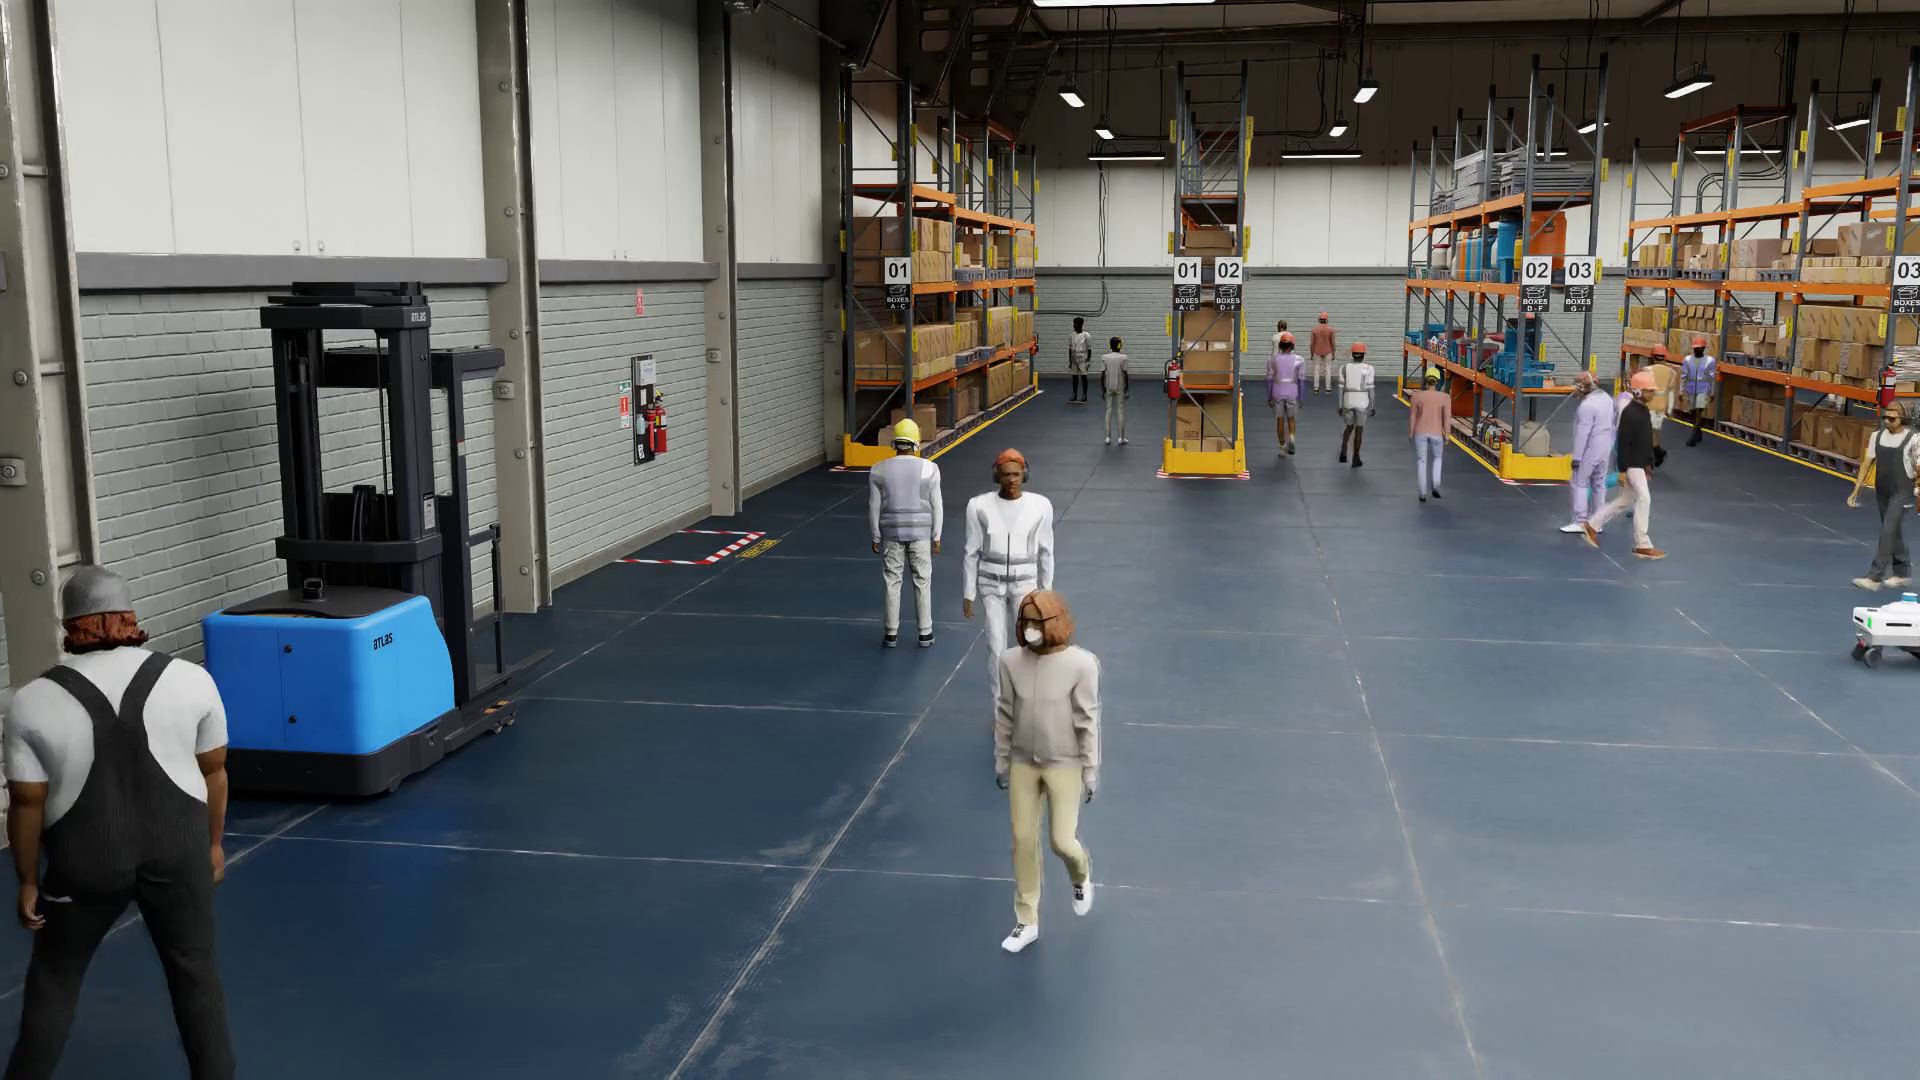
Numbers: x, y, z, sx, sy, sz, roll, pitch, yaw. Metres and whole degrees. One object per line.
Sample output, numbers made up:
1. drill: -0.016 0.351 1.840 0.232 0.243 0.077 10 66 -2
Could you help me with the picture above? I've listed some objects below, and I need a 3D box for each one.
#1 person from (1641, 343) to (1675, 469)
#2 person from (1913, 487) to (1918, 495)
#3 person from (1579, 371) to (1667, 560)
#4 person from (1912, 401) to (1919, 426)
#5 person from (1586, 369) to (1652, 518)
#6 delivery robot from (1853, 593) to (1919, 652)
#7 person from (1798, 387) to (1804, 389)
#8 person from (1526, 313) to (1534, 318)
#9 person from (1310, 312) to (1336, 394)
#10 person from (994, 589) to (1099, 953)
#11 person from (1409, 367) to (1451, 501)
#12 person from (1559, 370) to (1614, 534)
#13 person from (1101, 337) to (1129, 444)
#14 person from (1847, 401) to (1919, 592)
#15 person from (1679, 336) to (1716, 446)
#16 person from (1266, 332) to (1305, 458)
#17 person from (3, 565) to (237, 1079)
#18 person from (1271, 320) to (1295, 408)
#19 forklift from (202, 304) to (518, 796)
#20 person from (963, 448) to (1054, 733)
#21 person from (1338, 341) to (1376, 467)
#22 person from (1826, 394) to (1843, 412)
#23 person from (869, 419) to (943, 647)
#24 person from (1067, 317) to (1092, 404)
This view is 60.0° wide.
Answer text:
1. person: 10.557 -2.020 25.205 0.554 1.916 0.696 -1 9 -6
2. person: 13.246 -1.498 22.117 0.605 1.884 0.957 -8 12 -39
3. person: 7.064 -0.814 17.628 0.869 1.969 0.614 6 11 34
4. person: 18.741 -3.188 32.357 0.605 1.932 0.431 1 9 8
5. person: 8.080 -1.182 20.348 0.734 1.825 0.573 6 11 33
6. delivery robot: 7.271 0.650 12.770 0.707 0.478 0.477 1 9 9
7. person: 21.769 -4.736 42.297 0.611 1.807 0.816 -6 11 -34
8. person: 13.729 -4.477 40.156 0.619 1.986 0.405 -7 11 -35
9. person: 8.894 -4.574 40.749 0.608 1.985 0.395 3 10 19
10. person: 0.398 1.008 7.445 0.524 1.619 0.481 5 10 28
11. person: 6.168 -1.390 21.865 0.529 1.748 0.511 3 10 17
12. person: 7.228 -1.003 19.090 0.677 1.883 0.400 -8 12 -41
13. person: 2.709 -2.620 29.070 0.520 1.865 0.327 3 10 19
14. person: 8.701 -0.410 15.649 0.935 1.794 0.519 -3 10 -20
15. person: 12.839 -2.609 28.913 0.556 1.904 0.907 7 12 37
16. person: 5.252 -2.341 26.884 0.602 2.021 0.486 1 9 7
17. person: -2.968 1.080 5.834 0.788 2.000 0.540 -6 11 -31
18. person: 7.057 -3.852 36.437 0.630 1.938 0.369 -6 11 -34
19. forklift: -3.673 -0.038 10.147 1.129 2.768 1.873 1 9 9
20. person: 0.312 0.338 10.815 0.592 1.874 0.409 0 9 3
21. person: 6.134 -2.098 25.685 0.564 1.923 0.411 7 11 35
22. person: 18.824 -3.660 35.603 0.650 1.826 0.463 4 10 23
23. person: -0.430 -0.057 13.356 0.592 1.833 0.404 0 9 0
24. person: 2.715 -4.085 37.794 0.608 1.963 0.370 8 12 40
